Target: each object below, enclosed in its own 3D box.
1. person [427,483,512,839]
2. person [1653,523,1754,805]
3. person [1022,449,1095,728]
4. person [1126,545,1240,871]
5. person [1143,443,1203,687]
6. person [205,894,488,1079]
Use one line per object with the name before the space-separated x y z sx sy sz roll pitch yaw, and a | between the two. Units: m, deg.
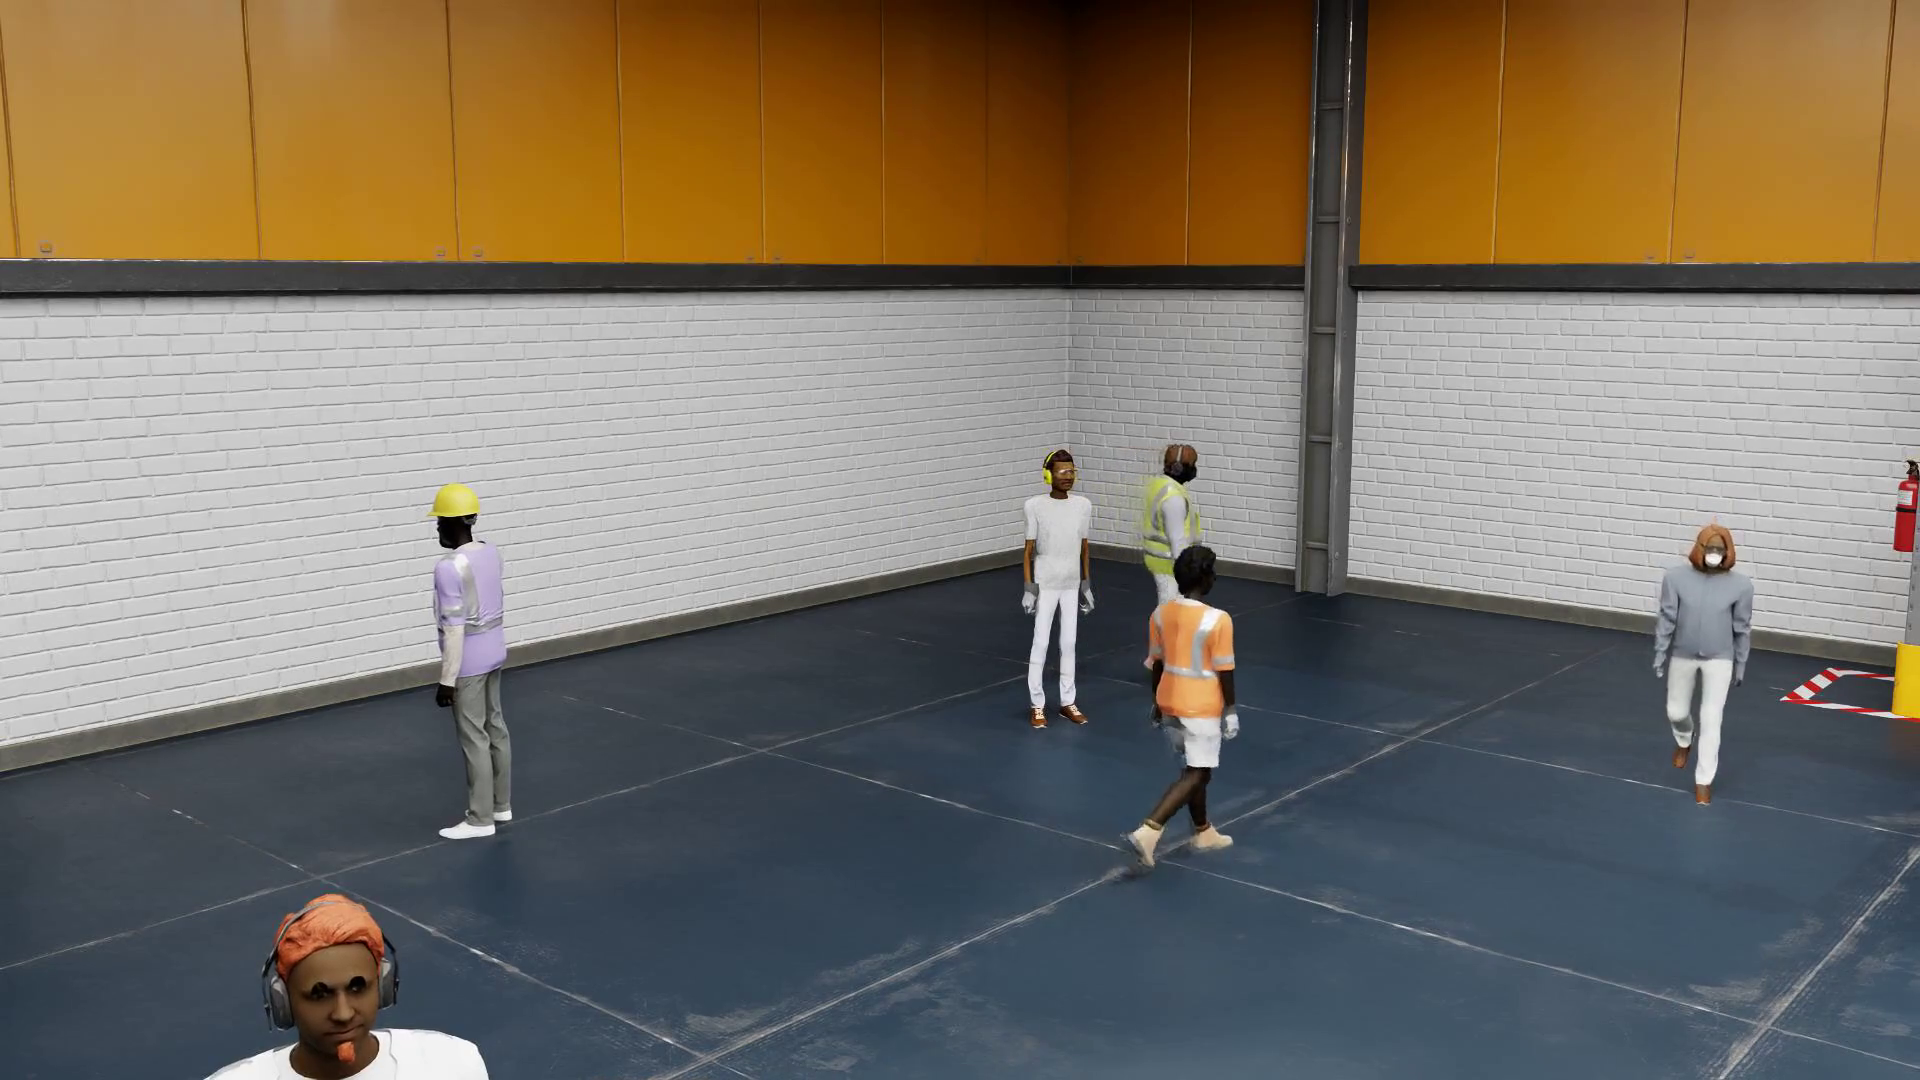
person | -2.655 0.653 8.967 0.387 1.927 0.589 2 9 11
person | 4.349 0.686 9.737 0.509 1.611 0.627 5 10 28
person | 0.665 0.324 11.205 0.514 1.876 0.328 -3 10 -20
person | 1.142 0.855 8.501 0.767 1.676 0.533 -6 11 -34
person | 1.567 0.198 12.160 0.451 1.824 0.644 0 9 -2
person | -1.167 1.595 3.191 0.575 1.884 0.355 -5 10 -28
